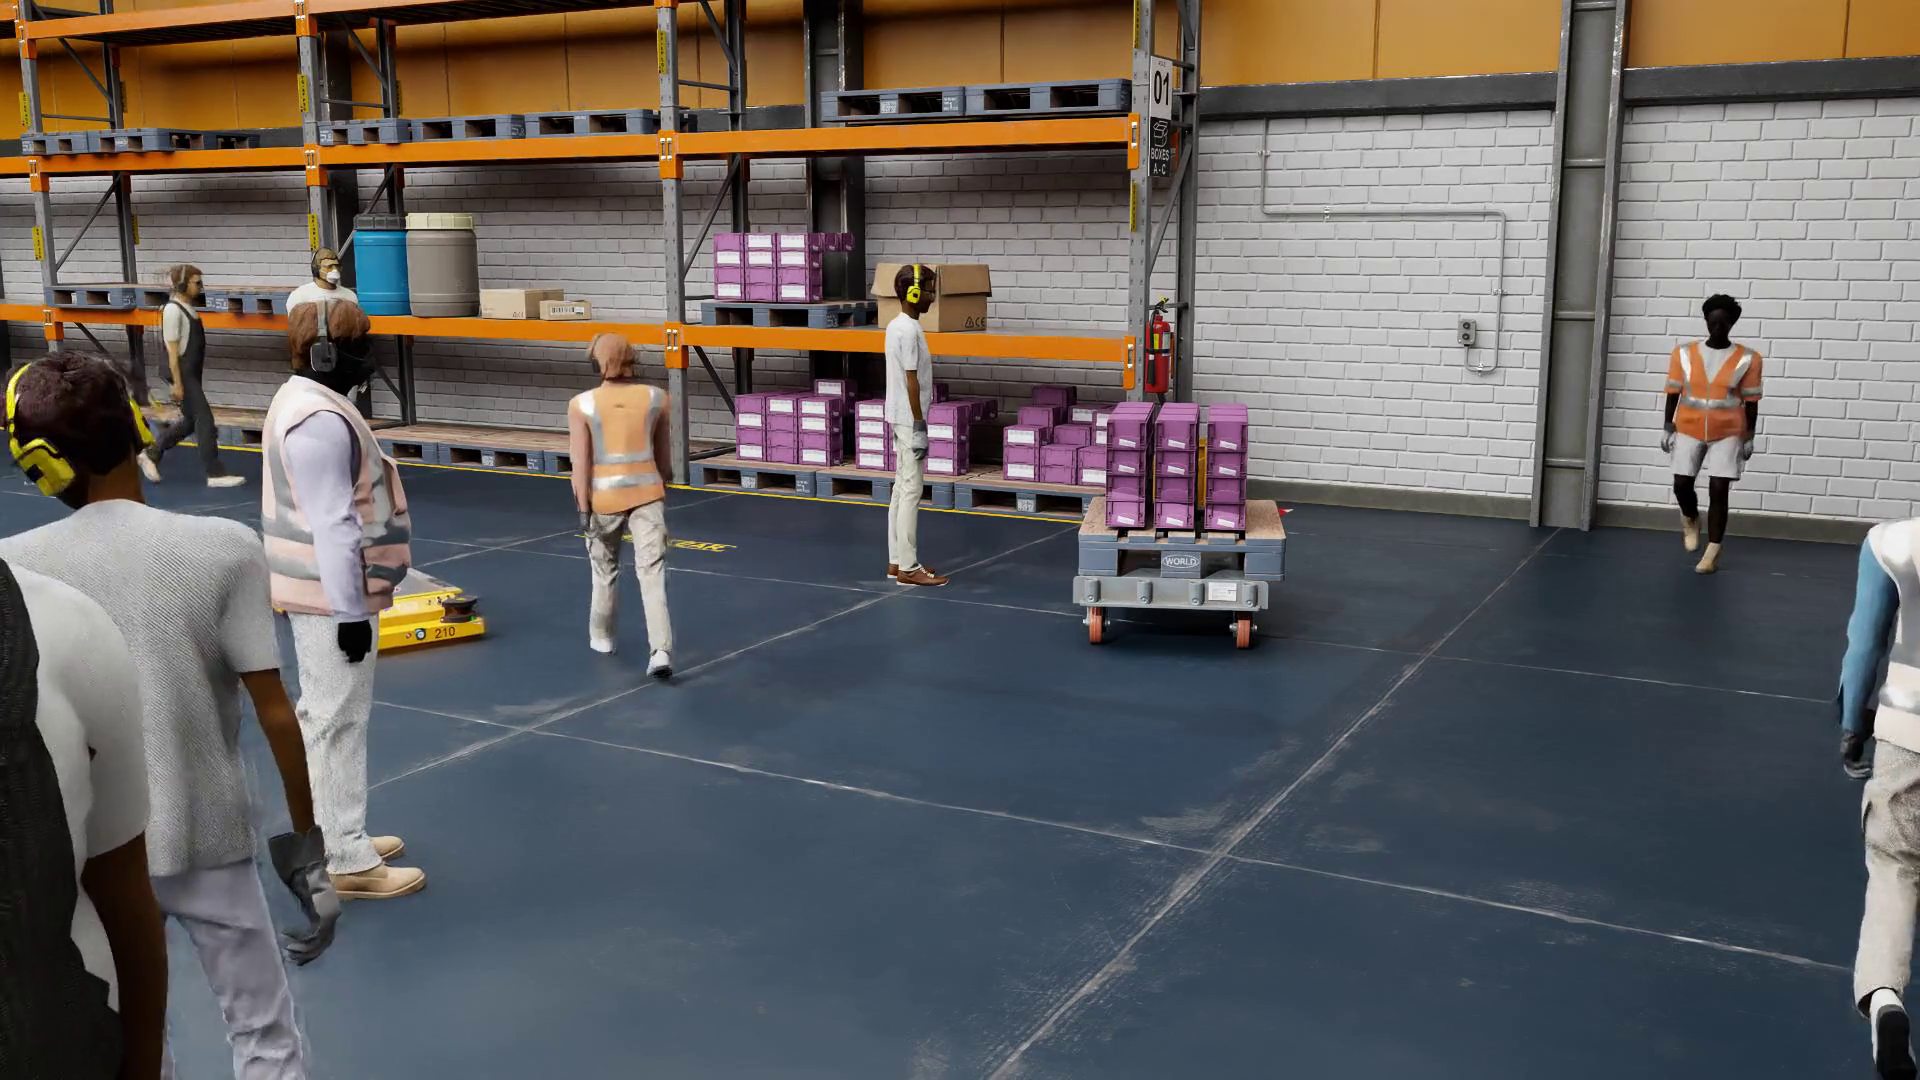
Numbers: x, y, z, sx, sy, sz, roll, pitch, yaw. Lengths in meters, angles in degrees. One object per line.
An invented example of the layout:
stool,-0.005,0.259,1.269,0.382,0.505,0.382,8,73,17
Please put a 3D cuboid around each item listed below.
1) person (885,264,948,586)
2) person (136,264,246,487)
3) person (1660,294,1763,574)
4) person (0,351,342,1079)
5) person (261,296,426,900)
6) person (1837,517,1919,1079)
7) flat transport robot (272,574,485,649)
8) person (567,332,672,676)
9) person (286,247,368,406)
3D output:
person,-0.268,-0.665,9.704,0.328,1.867,0.509,-2,11,-13
person,-6.286,-1.318,13.428,0.814,1.814,0.518,-2,10,-9
person,4.565,-0.653,10.097,0.554,1.685,0.494,7,12,33
person,-1.360,0.585,2.958,0.670,1.829,0.449,-2,11,-11
person,-1.914,0.177,5.149,0.430,1.845,0.624,-5,11,-25
person,2.374,0.507,3.982,0.512,1.618,0.672,7,12,32
flat transport robot,-3.080,0.319,8.680,0.652,0.197,1.431,-8,13,-38
person,-1.564,-0.175,7.779,0.503,1.592,0.884,-4,11,-22
person,-4.915,-1.301,12.983,0.371,1.940,0.627,6,12,30
